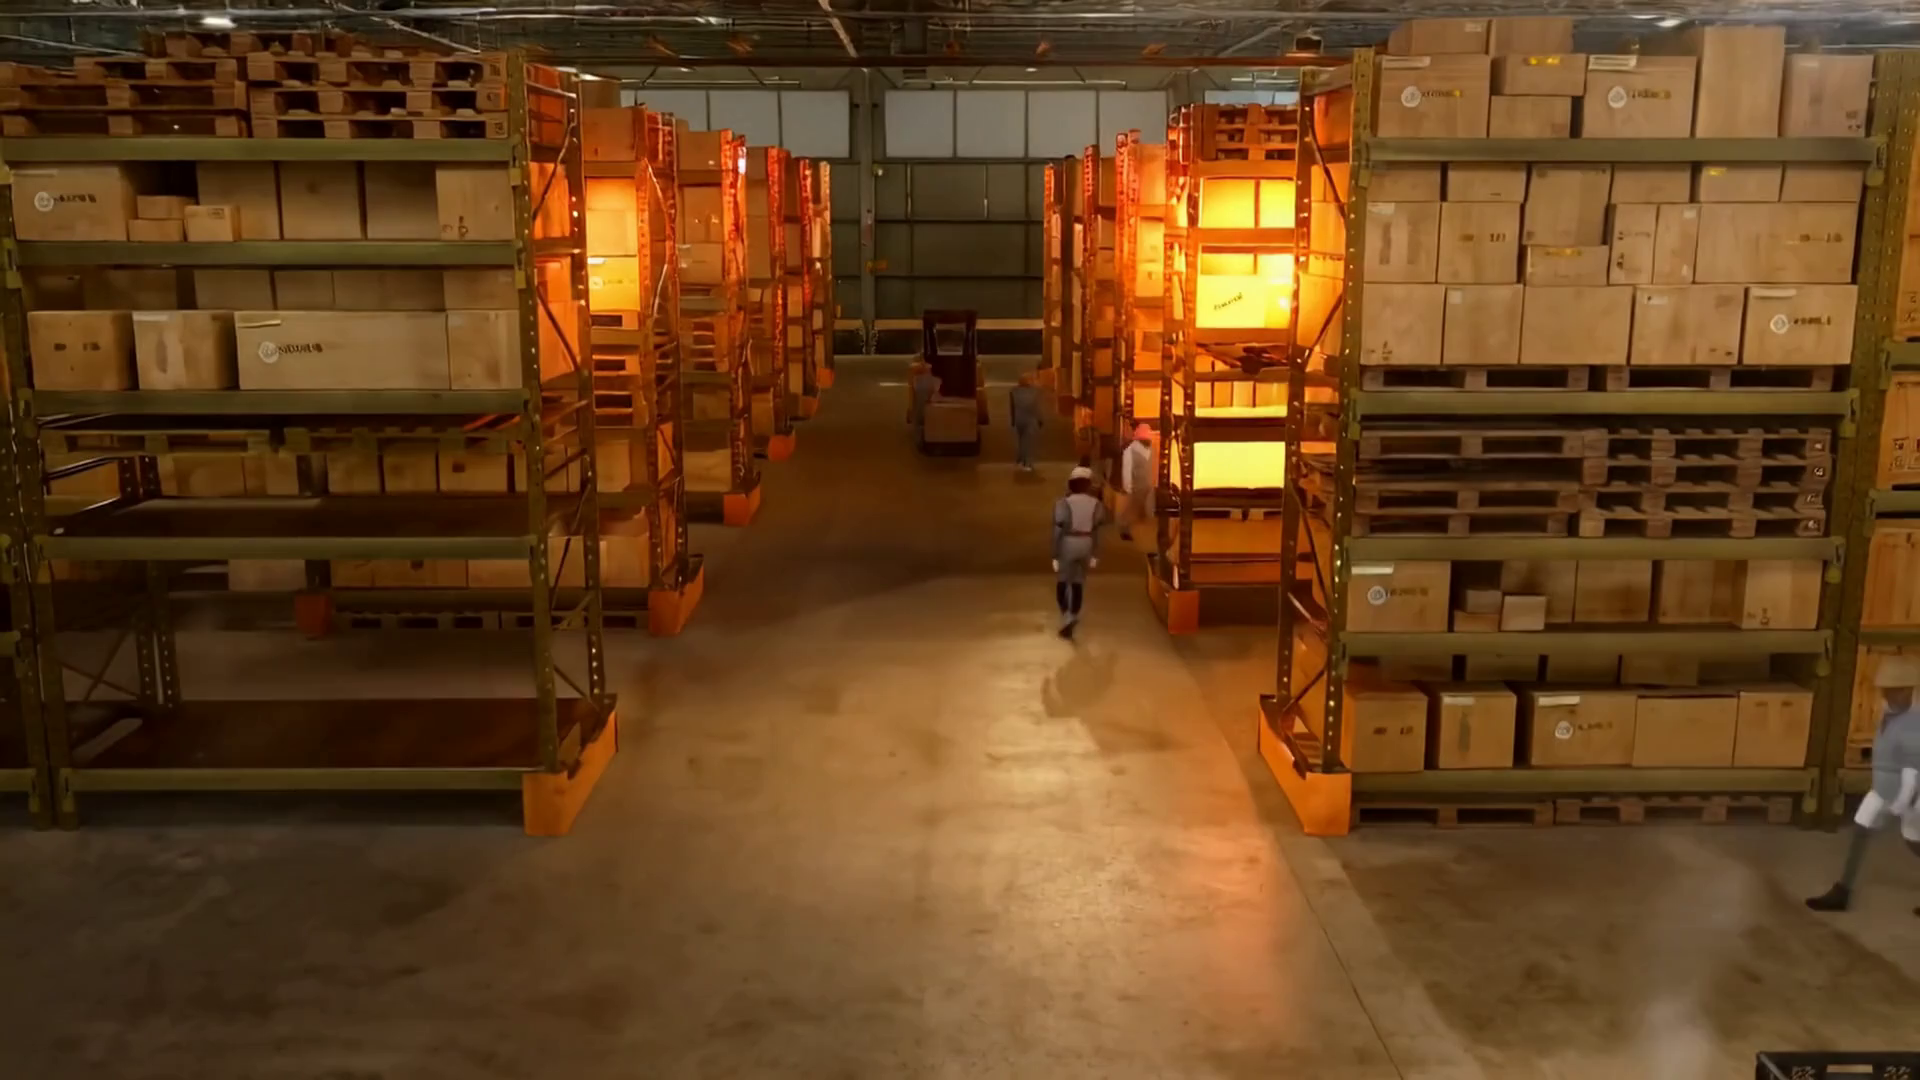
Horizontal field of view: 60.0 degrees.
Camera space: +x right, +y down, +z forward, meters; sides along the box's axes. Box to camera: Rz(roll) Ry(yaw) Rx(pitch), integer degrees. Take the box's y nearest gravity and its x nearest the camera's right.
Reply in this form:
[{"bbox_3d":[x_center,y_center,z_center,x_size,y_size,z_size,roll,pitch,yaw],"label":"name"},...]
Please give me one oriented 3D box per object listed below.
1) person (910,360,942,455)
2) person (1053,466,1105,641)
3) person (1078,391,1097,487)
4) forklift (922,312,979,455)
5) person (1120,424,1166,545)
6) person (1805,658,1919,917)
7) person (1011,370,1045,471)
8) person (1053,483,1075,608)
[{"bbox_3d":[-0.693,-2.674,33.432,0.670,1.885,0.819,-2,12,-8],"label":"person"},{"bbox_3d":[1.356,0.155,19.127,0.647,1.991,0.657,-2,12,-10],"label":"person"},{"bbox_3d":[2.265,-1.793,29.524,0.318,1.700,0.535,-2,12,-8],"label":"person"},{"bbox_3d":[-0.193,-3.202,33.572,1.129,2.768,1.873,0,11,-2],"label":"forklift"},{"bbox_3d":[2.679,-0.813,24.469,0.623,1.780,0.935,-7,13,-30],"label":"person"},{"bbox_3d":[6.568,1.736,11.596,1.000,1.890,0.561,0,11,2],"label":"person"},{"bbox_3d":[1.281,-2.261,31.386,0.478,1.886,0.649,-8,14,-34],"label":"person"},{"bbox_3d":[1.414,0.030,20.733,0.507,1.600,0.815,1,11,7],"label":"person"}]
